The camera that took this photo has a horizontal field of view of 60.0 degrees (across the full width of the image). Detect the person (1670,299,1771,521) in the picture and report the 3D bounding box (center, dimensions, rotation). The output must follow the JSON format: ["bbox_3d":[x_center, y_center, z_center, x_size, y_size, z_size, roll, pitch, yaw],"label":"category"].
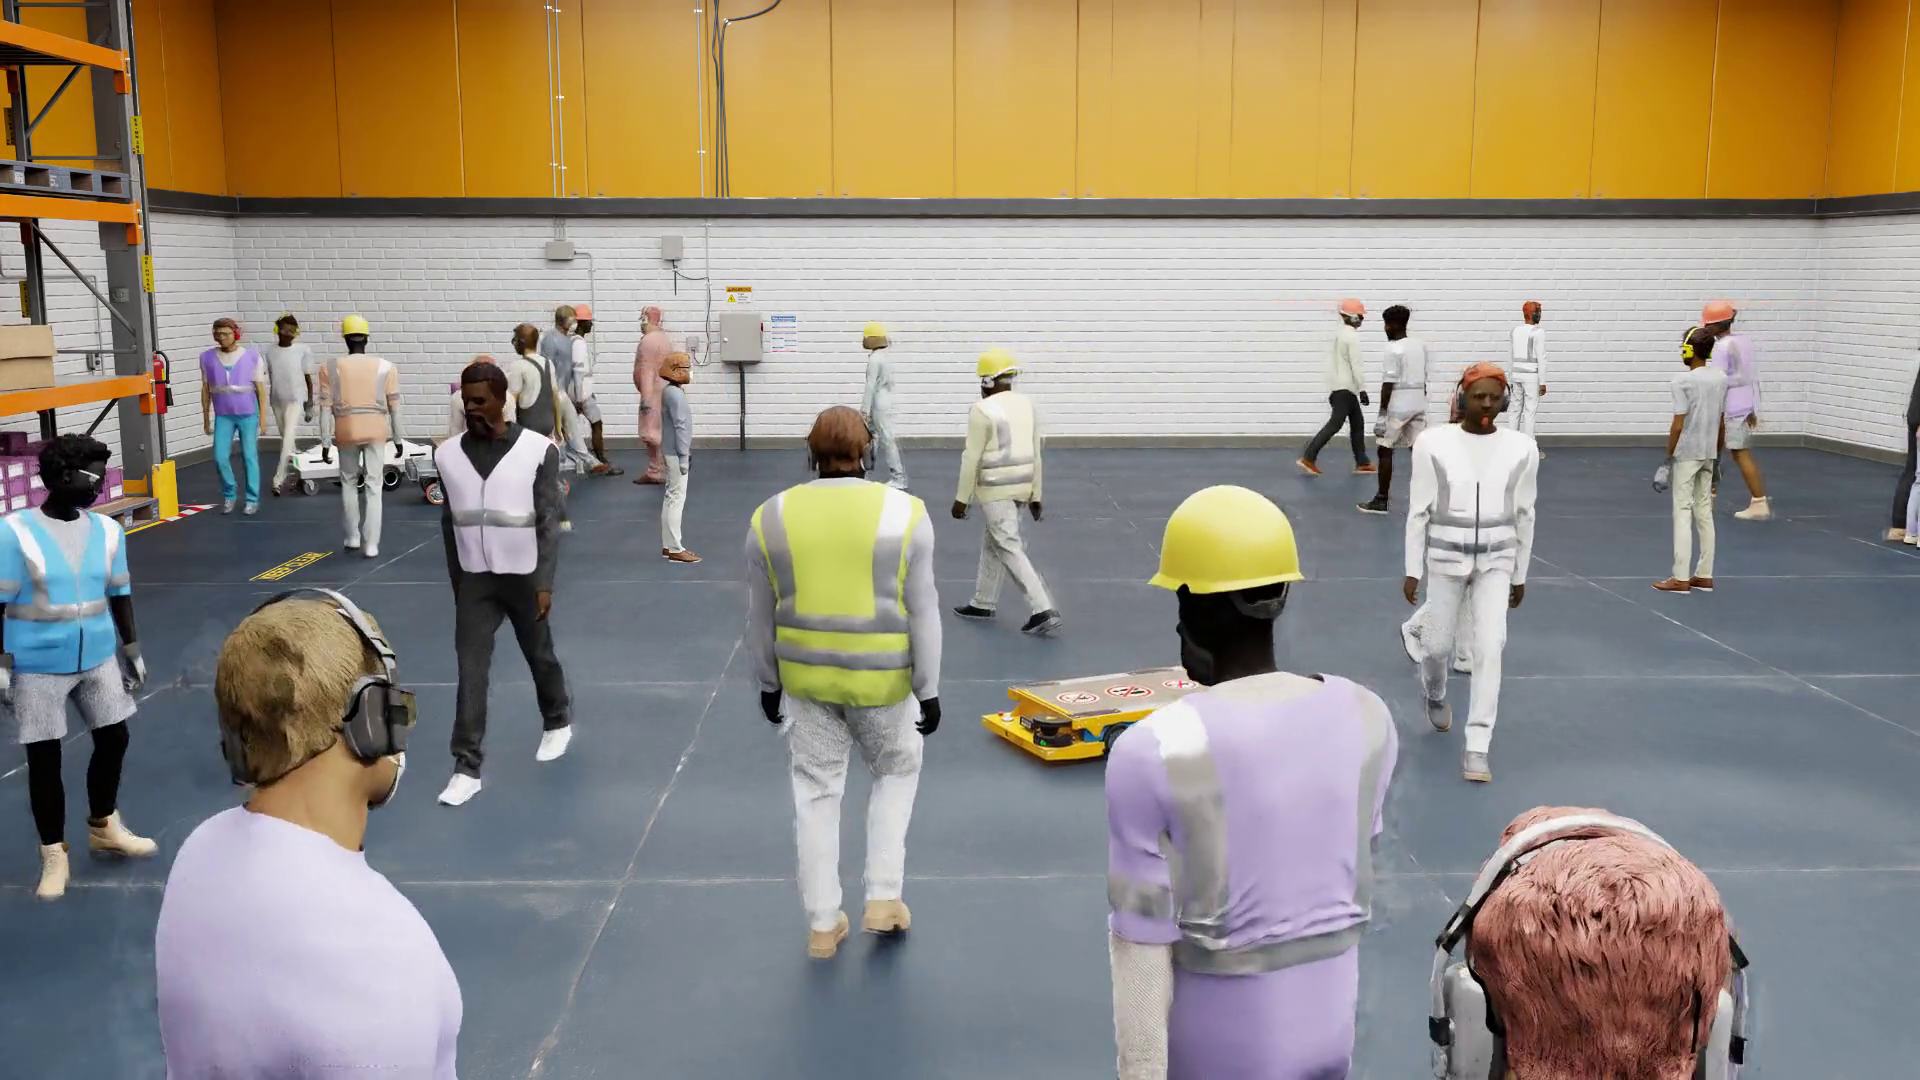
[{"bbox_3d":[6.935,-1.176,15.067,0.983,1.982,0.633,7,11,36],"label":"person"}]

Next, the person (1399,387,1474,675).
[{"bbox_3d":[2.767,-0.048,9.240,0.538,1.623,0.466,-9,13,-42],"label":"person"}]

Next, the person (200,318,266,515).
[{"bbox_3d":[-6.646,-1.121,15.256,0.601,1.822,0.486,-1,9,-8],"label":"person"}]

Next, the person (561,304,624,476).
[{"bbox_3d":[-4.199,-1.615,18.070,0.948,1.902,0.556,-5,10,-26],"label":"person"}]

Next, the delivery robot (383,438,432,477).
[{"bbox_3d":[-5.809,-0.857,17.225,0.477,0.478,0.707,9,13,43],"label":"delivery robot"}]

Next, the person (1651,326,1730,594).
[{"bbox_3d":[5.104,-0.556,11.649,0.570,1.866,0.343,-4,10,-24],"label":"person"}]

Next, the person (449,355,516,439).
[{"bbox_3d":[-3.747,-0.659,13.105,0.514,1.596,0.820,-4,10,-22],"label":"person"}]

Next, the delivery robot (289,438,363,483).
[{"bbox_3d":[-6.400,-0.787,16.795,0.707,0.478,0.477,-7,11,-36],"label":"delivery robot"}]

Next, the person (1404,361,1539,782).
[{"bbox_3d":[2.323,0.105,7.626,0.578,1.861,0.850,1,9,9],"label":"person"}]

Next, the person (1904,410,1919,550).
[{"bbox_3d":[7.915,-0.794,13.429,0.328,1.765,0.532,2,9,11],"label":"person"}]

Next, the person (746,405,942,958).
[{"bbox_3d":[-0.367,0.461,5.530,0.661,1.823,0.534,2,9,9],"label":"person"}]

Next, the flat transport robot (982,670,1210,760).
[{"bbox_3d":[0.888,0.819,8.103,1.431,0.197,0.652,-4,10,-25],"label":"flat transport robot"}]

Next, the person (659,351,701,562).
[{"bbox_3d":[-2.190,-0.646,12.915,0.264,1.632,0.508,-3,10,-19],"label":"person"}]

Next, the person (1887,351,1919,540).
[{"bbox_3d":[8.240,-0.985,13.749,0.927,2.000,0.690,-1,9,-4],"label":"person"}]

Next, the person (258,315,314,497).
[{"bbox_3d":[-6.792,-1.346,16.683,0.567,1.801,0.977,-1,9,-4],"label":"person"}]

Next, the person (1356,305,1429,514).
[{"bbox_3d":[4.050,-1.190,15.357,0.714,1.921,0.799,-7,12,-38],"label":"person"}]

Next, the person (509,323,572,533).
[{"bbox_3d":[-3.767,-0.970,14.407,0.990,1.788,0.528,3,10,20],"label":"person"}]

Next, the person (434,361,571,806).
[{"bbox_3d":[-2.018,0.143,7.376,0.594,1.879,0.995,1,9,7],"label":"person"}]

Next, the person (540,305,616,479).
[{"bbox_3d":[-4.222,-1.574,17.849,1.057,1.869,0.651,0,9,2],"label":"person"}]

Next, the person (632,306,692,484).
[{"bbox_3d":[-3.141,-1.504,17.416,0.572,1.884,0.672,1,9,5],"label":"person"}]

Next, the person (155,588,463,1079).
[{"bbox_3d":[-0.836,1.008,2.013,0.919,1.892,0.662,-6,11,-34],"label":"person"}]

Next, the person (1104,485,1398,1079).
[{"bbox_3d":[0.445,0.842,3.010,0.594,1.897,0.840,-4,10,-23],"label":"person"}]

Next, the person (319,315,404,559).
[{"bbox_3d":[-4.737,-0.825,13.185,0.617,1.894,0.794,-3,10,-20],"label":"person"}]

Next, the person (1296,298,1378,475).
[{"bbox_3d":[4.185,-1.679,18.288,1.002,1.959,0.601,0,9,-2],"label":"person"}]

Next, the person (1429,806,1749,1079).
[{"bbox_3d":[0.447,1.142,1.349,0.660,1.846,1.039,1,9,7],"label":"person"}]

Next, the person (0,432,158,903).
[{"bbox_3d":[-3.274,0.448,6.093,0.354,1.678,0.608,6,11,32],"label":"person"}]

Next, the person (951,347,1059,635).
[{"bbox_3d":[0.301,-0.311,10.416,0.899,1.790,0.585,7,12,36],"label":"person"}]

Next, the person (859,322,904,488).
[{"bbox_3d":[-0.943,-1.380,17.183,0.833,1.708,0.511,2,9,9],"label":"person"}]

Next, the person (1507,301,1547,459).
[{"bbox_3d":[6.788,-1.906,19.883,0.354,1.883,0.576,-4,10,-26],"label":"person"}]
